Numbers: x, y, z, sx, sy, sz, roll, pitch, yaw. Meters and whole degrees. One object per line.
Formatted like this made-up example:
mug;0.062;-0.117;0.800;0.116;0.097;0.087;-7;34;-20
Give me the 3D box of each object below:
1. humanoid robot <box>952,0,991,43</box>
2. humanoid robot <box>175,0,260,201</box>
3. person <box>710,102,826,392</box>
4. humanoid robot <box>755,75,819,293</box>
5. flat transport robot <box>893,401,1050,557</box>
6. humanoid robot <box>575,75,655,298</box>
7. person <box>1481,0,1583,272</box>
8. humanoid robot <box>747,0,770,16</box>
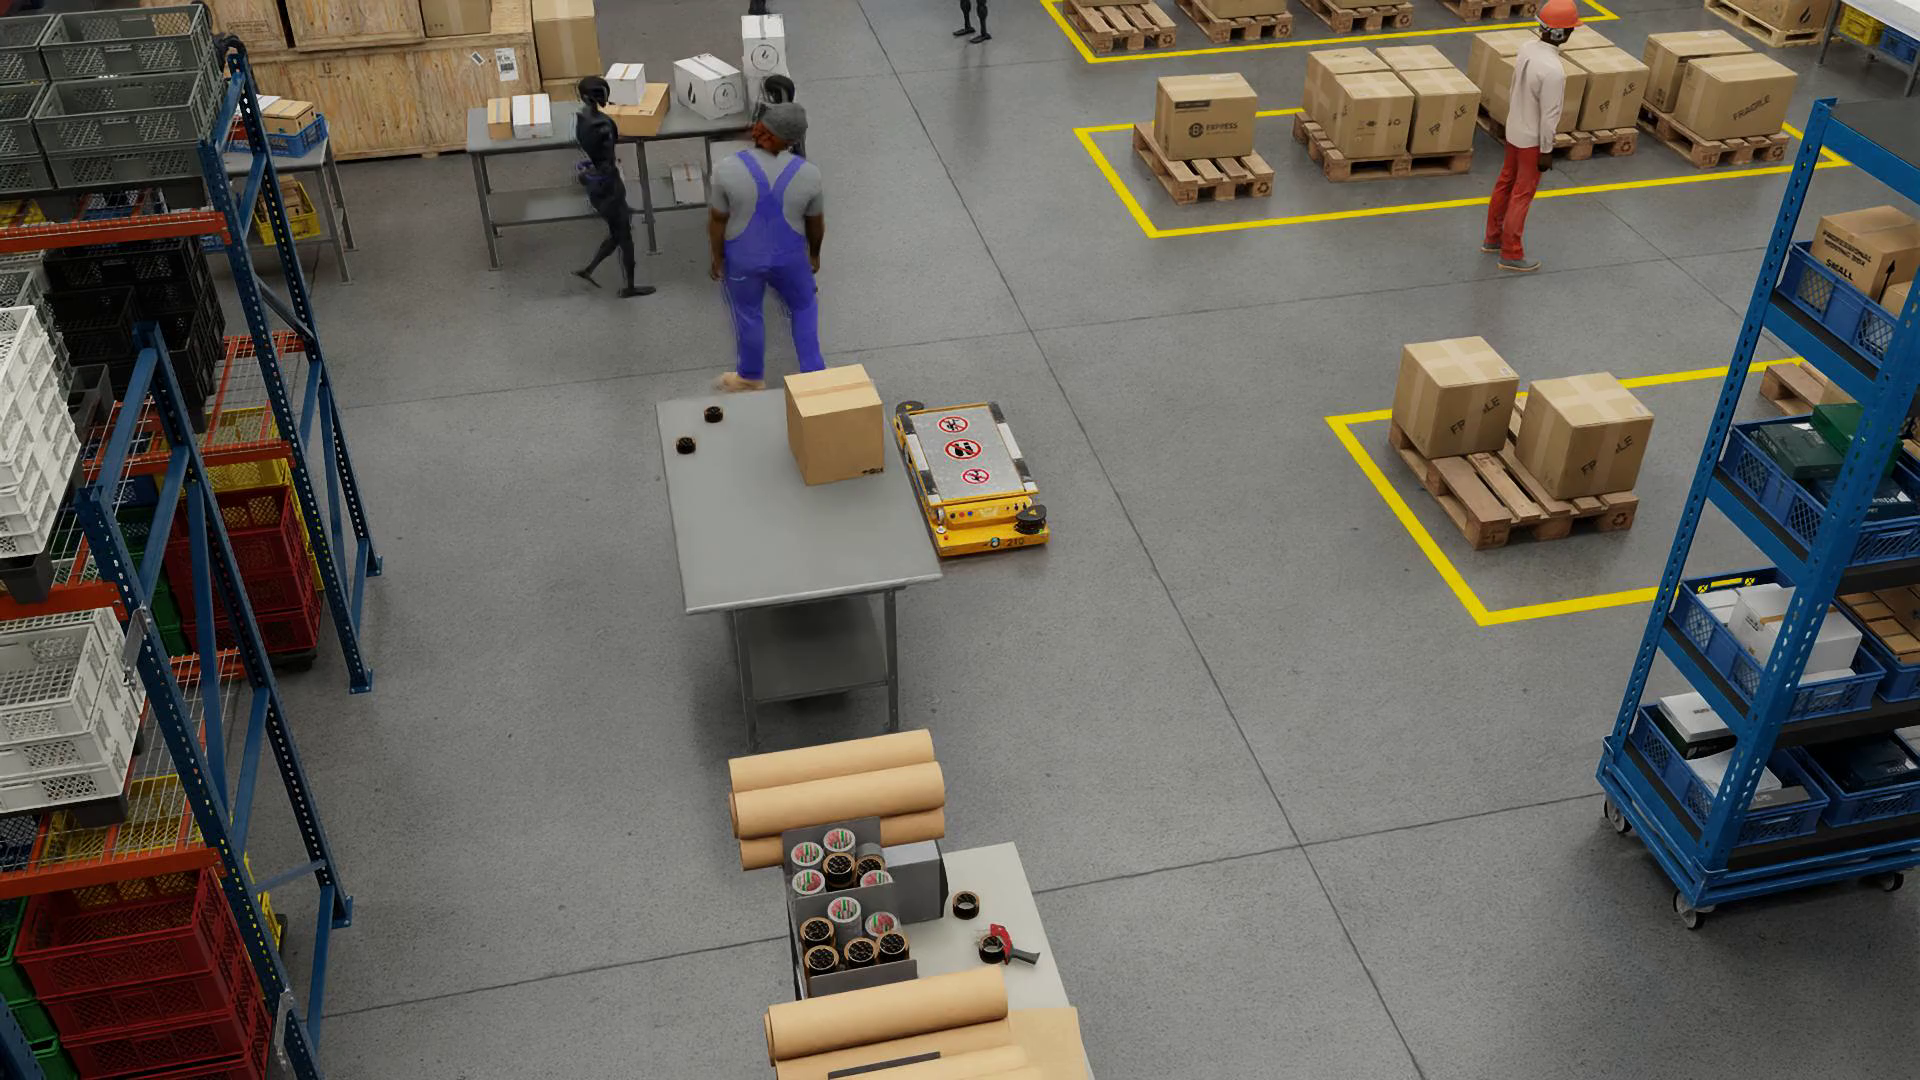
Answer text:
humanoid robot;0.084;-5.611;15.914;0.357;1.650;0.563;-30;46;-34
humanoid robot;-5.680;-3.334;12.843;0.587;1.656;0.326;-17;40;-21
person;-1.194;-1.859;10.569;0.810;2.000;0.550;-9;38;-12
humanoid robot;-1.392;-2.542;11.836;0.768;1.615;0.576;8;37;10
flat transport robot;0.046;-0.430;10.108;0.652;0.197;1.431;-8;37;-10
humanoid robot;-2.511;-2.479;11.704;0.452;1.639;0.625;-17;40;-22
person;4.140;-2.929;12.046;0.376;1.995;0.607;-5;37;-7
humanoid robot;-1.952;-5.296;15.489;0.509;1.643;0.610;-11;38;-15
